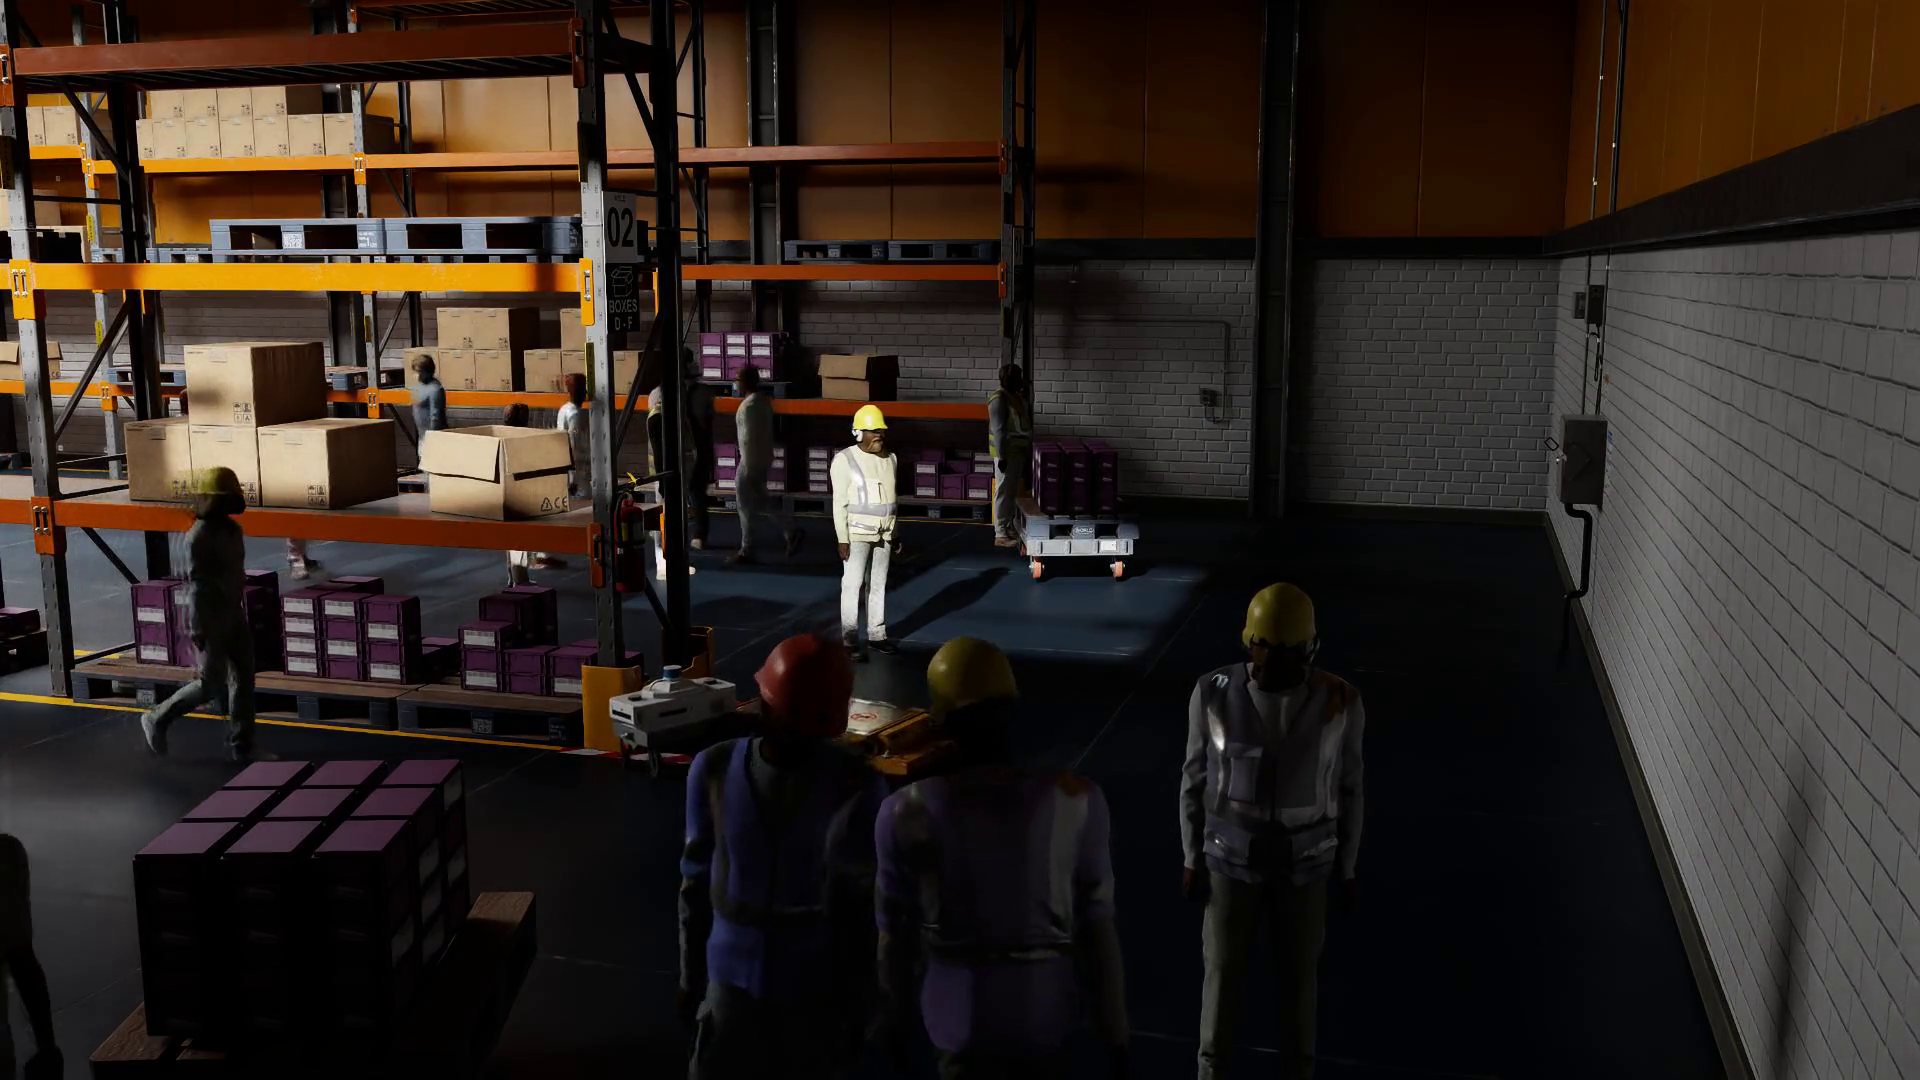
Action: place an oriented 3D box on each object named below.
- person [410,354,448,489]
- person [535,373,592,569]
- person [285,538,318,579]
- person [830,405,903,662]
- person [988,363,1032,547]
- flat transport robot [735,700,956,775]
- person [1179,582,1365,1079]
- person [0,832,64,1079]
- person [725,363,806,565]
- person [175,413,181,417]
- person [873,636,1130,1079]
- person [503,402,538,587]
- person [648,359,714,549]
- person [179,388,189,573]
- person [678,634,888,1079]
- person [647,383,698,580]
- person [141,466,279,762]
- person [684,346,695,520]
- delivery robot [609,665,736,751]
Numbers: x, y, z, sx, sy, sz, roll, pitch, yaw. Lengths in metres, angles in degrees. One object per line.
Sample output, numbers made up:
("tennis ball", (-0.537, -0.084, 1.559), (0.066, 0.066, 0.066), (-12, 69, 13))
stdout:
("person", (-5.734, -1.066, 17.958), (0.398, 1.900, 0.797), (-6, 11, -34))
("person", (-3.533, -0.642, 15.529), (0.989, 1.832, 0.578), (-5, 10, -27))
("person", (-6.039, -0.633, 15.154), (0.420, 1.946, 0.716), (1, 9, 5))
("person", (-0.647, -0.055, 11.942), (0.588, 1.835, 0.403), (-9, 13, -44))
("person", (0.515, -0.858, 16.813), (0.429, 1.845, 0.625), (3, 10, 19))
("flat transport robot", (-0.743, 1.093, 9.694), (1.431, 0.197, 0.652), (5, 11, 30))
("person", (0.999, 1.028, 5.374), (0.586, 1.824, 0.403), (1, 9, 9))
("person", (-2.363, 1.282, 3.845), (0.975, 1.831, 0.523), (5, 11, 30))
("person", (-1.859, -0.705, 15.648), (0.667, 1.918, 0.639), (2, 9, 9))
("person", (-6.381, -0.467, 14.164), (0.553, 1.924, 0.542), (-1, 9, -8))
("person", (0.092, 1.171, 4.293), (0.626, 1.890, 0.776), (-1, 9, -4))
("person", (-3.827, -0.372, 14.444), (0.306, 1.645, 0.522), (-4, 10, -22))
("person", (-2.814, -0.956, 16.805), (0.696, 2.000, 0.994), (-4, 10, -25))
("person", (-5.860, -0.234, 12.847), (0.400, 1.902, 0.647), (-5, 10, -27))
("person", (-0.475, 1.161, 4.362), (0.582, 1.890, 0.423), (1, 9, 5))
("person", (-2.584, -0.562, 15.018), (0.429, 1.840, 0.632), (1, 9, 8))
("person", (-4.243, 0.434, 9.332), (0.630, 1.723, 0.491), (1, 9, 8))
("person", (-3.096, -1.197, 18.587), (0.372, 1.939, 0.631), (2, 10, 15))
("delivery robot", (-1.621, 0.951, 9.410), (0.477, 0.478, 0.707), (9, 13, 44))
